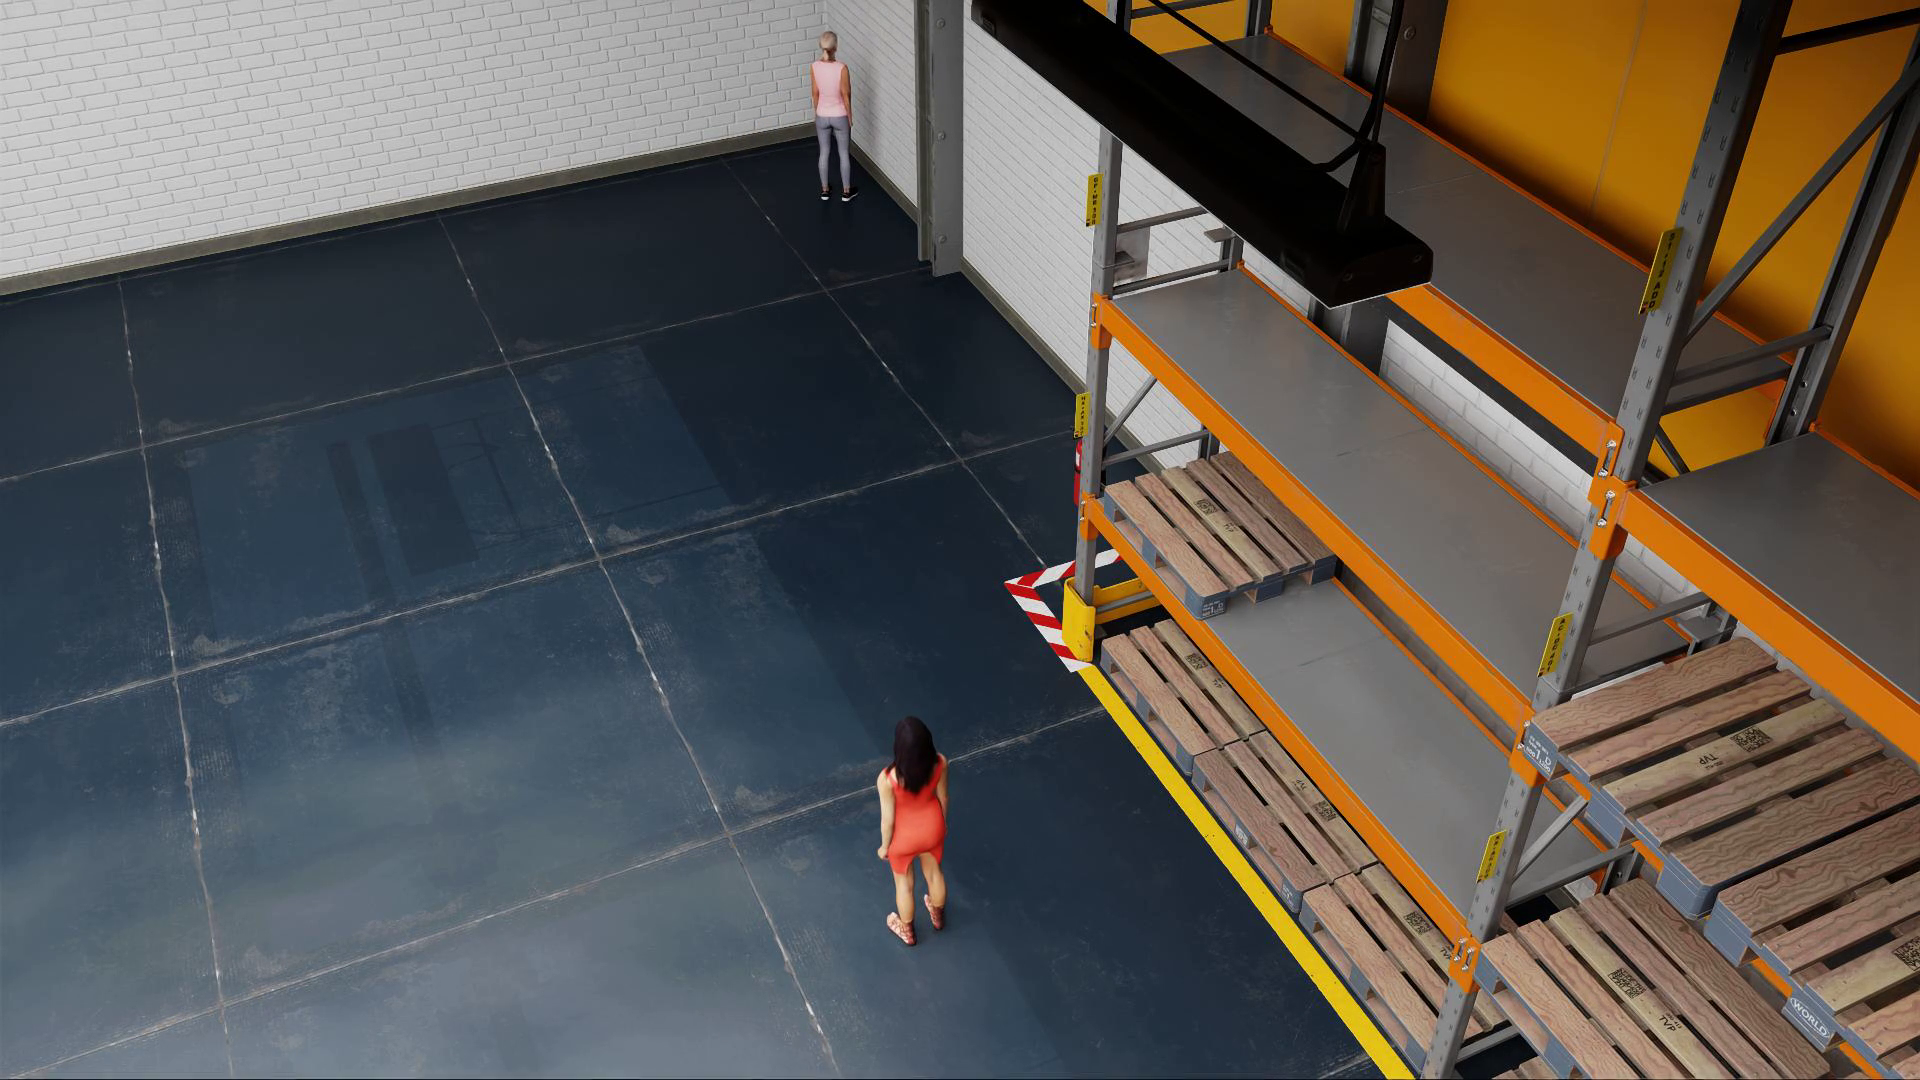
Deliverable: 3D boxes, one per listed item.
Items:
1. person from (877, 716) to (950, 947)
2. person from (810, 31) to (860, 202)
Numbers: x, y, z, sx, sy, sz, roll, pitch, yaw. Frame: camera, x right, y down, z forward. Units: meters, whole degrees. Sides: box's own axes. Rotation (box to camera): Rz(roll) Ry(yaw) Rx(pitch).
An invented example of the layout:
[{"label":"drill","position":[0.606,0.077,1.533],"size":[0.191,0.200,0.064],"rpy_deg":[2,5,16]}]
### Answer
[{"label":"person","position":[-0.249,1.627,9.251],"size":[0.584,1.718,0.530],"rpy_deg":[-18,42,-21]},{"label":"person","position":[-1.272,-4.216,16.562],"size":[0.634,1.724,0.674],"rpy_deg":[8,39,10]}]
